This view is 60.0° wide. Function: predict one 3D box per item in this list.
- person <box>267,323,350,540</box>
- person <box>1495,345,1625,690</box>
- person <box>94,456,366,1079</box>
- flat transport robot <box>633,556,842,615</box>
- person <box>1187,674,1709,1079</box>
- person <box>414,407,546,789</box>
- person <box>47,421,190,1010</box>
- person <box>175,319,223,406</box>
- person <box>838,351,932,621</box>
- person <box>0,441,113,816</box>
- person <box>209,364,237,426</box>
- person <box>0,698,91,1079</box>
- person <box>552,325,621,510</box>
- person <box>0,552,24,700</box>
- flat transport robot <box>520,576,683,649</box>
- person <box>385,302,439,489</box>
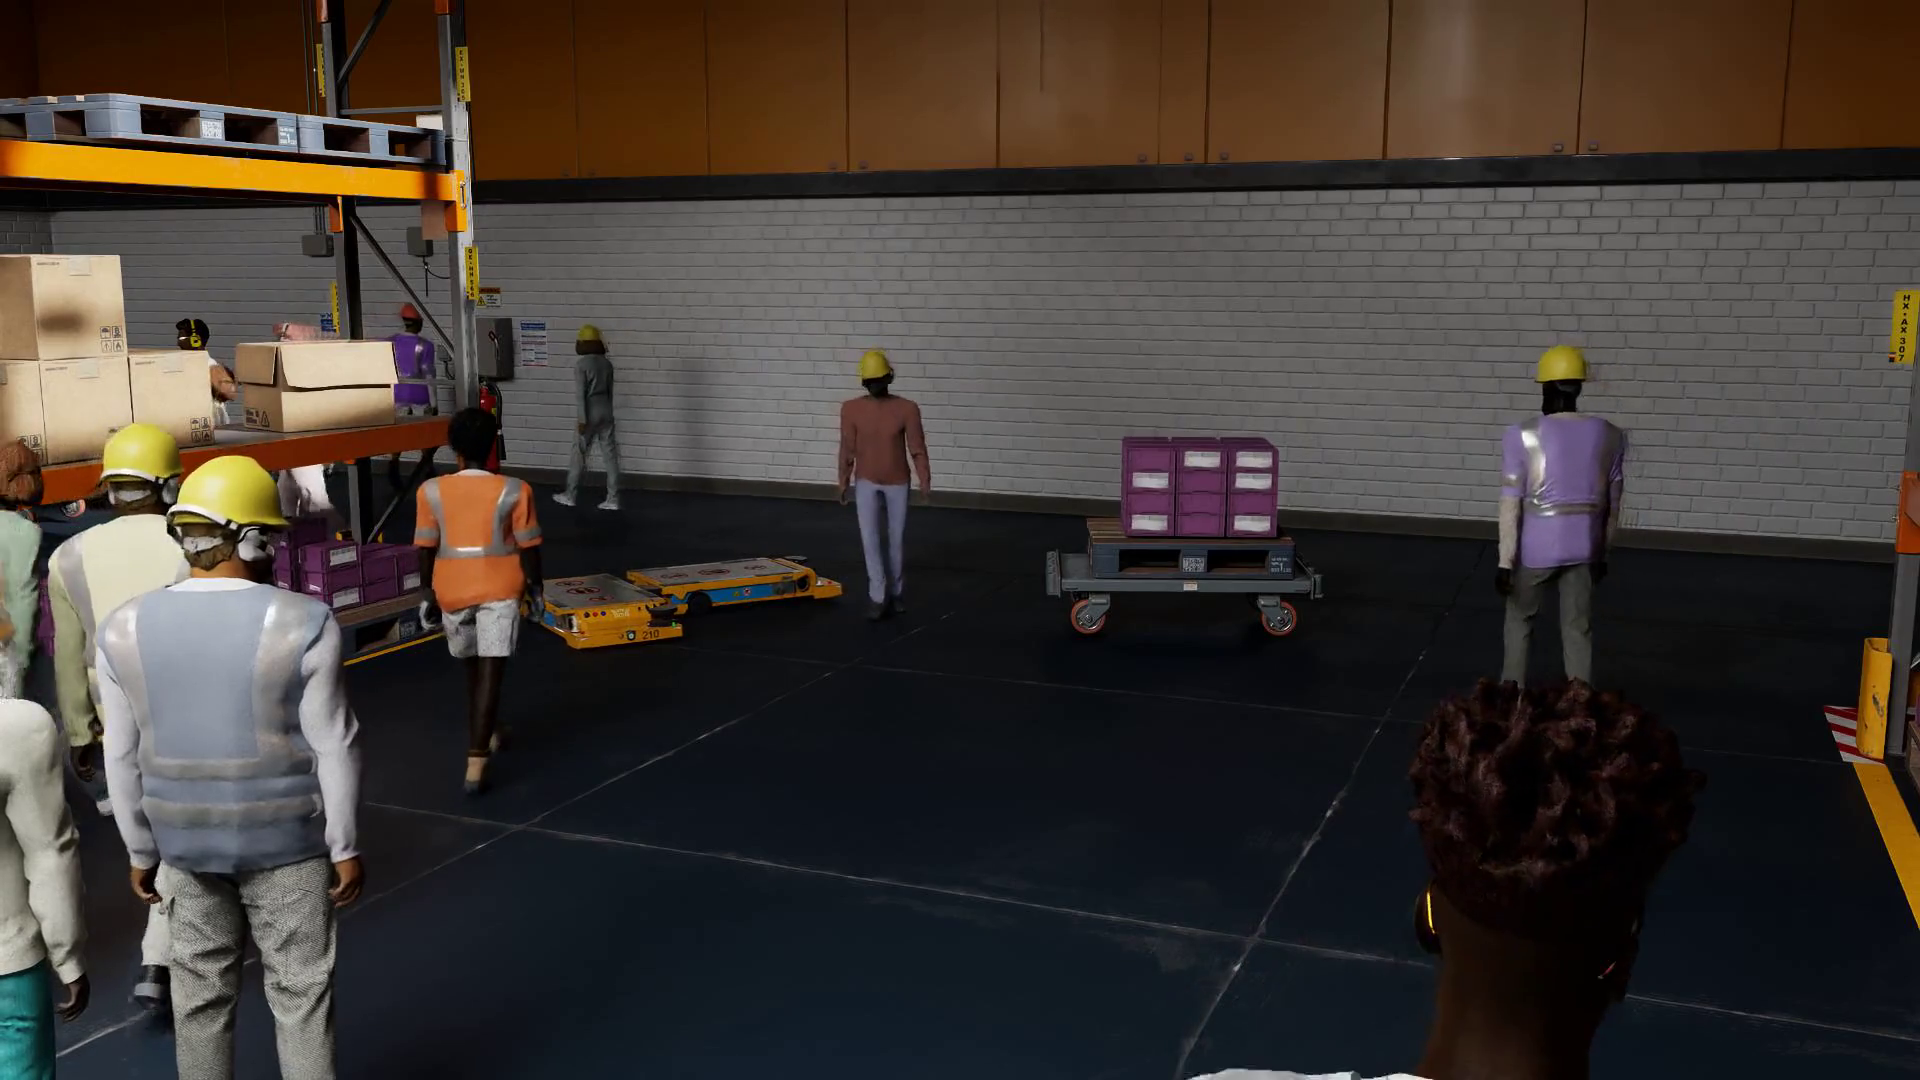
[{"bbox_3d":[-4.760,-0.646,12.105,0.941,1.867,0.637,-1,9,-6],"label":"person"},{"bbox_3d":[2.790,0.031,7.896,0.621,1.891,0.854,0,9,-3],"label":"person"},{"bbox_3d":[-1.715,0.710,4.002,0.591,1.822,0.404,0,9,2],"label":"person"},{"bbox_3d":[-1.577,0.298,11.186,1.431,0.197,0.652,-6,11,-31],"label":"flat transport robot"},{"bbox_3d":[0.440,1.066,1.456,0.628,1.945,0.424,4,10,24],"label":"person"},{"bbox_3d":[-2.117,0.240,7.367,0.541,1.651,0.896,0,9,1],"label":"person"},{"bbox_3d":[-2.495,0.531,5.195,0.600,1.799,0.910,0,9,-1],"label":"person"},{"bbox_3d":[-5.930,-0.803,13.060,0.317,1.860,0.509,-4,10,-22],"label":"person"},{"bbox_3d":[-0.483,-0.348,10.690,0.611,1.718,0.729,0,9,1],"label":"person"},{"bbox_3d":[-3.699,0.405,6.558,0.512,1.586,0.865,4,10,24],"label":"person"},{"bbox_3d":[-5.107,-0.383,11.260,0.637,1.610,0.516,-4,10,-23],"label":"person"},{"bbox_3d":[-2.013,0.854,3.302,0.524,1.769,0.308,-3,10,-17],"label":"person"},{"bbox_3d":[-3.491,-1.147,15.557,0.825,1.708,0.512,7,11,35],"label":"person"},{"bbox_3d":[-3.038,0.530,4.820,0.620,1.911,0.500,0,9,-3],"label":"person"},{"bbox_3d":[-2.317,0.423,10.426,0.652,0.197,1.431,-6,11,-31],"label":"flat transport robot"},{"bbox_3d":[-5.532,-1.447,16.776,0.580,1.919,0.696,2,10,10],"label":"person"}]
